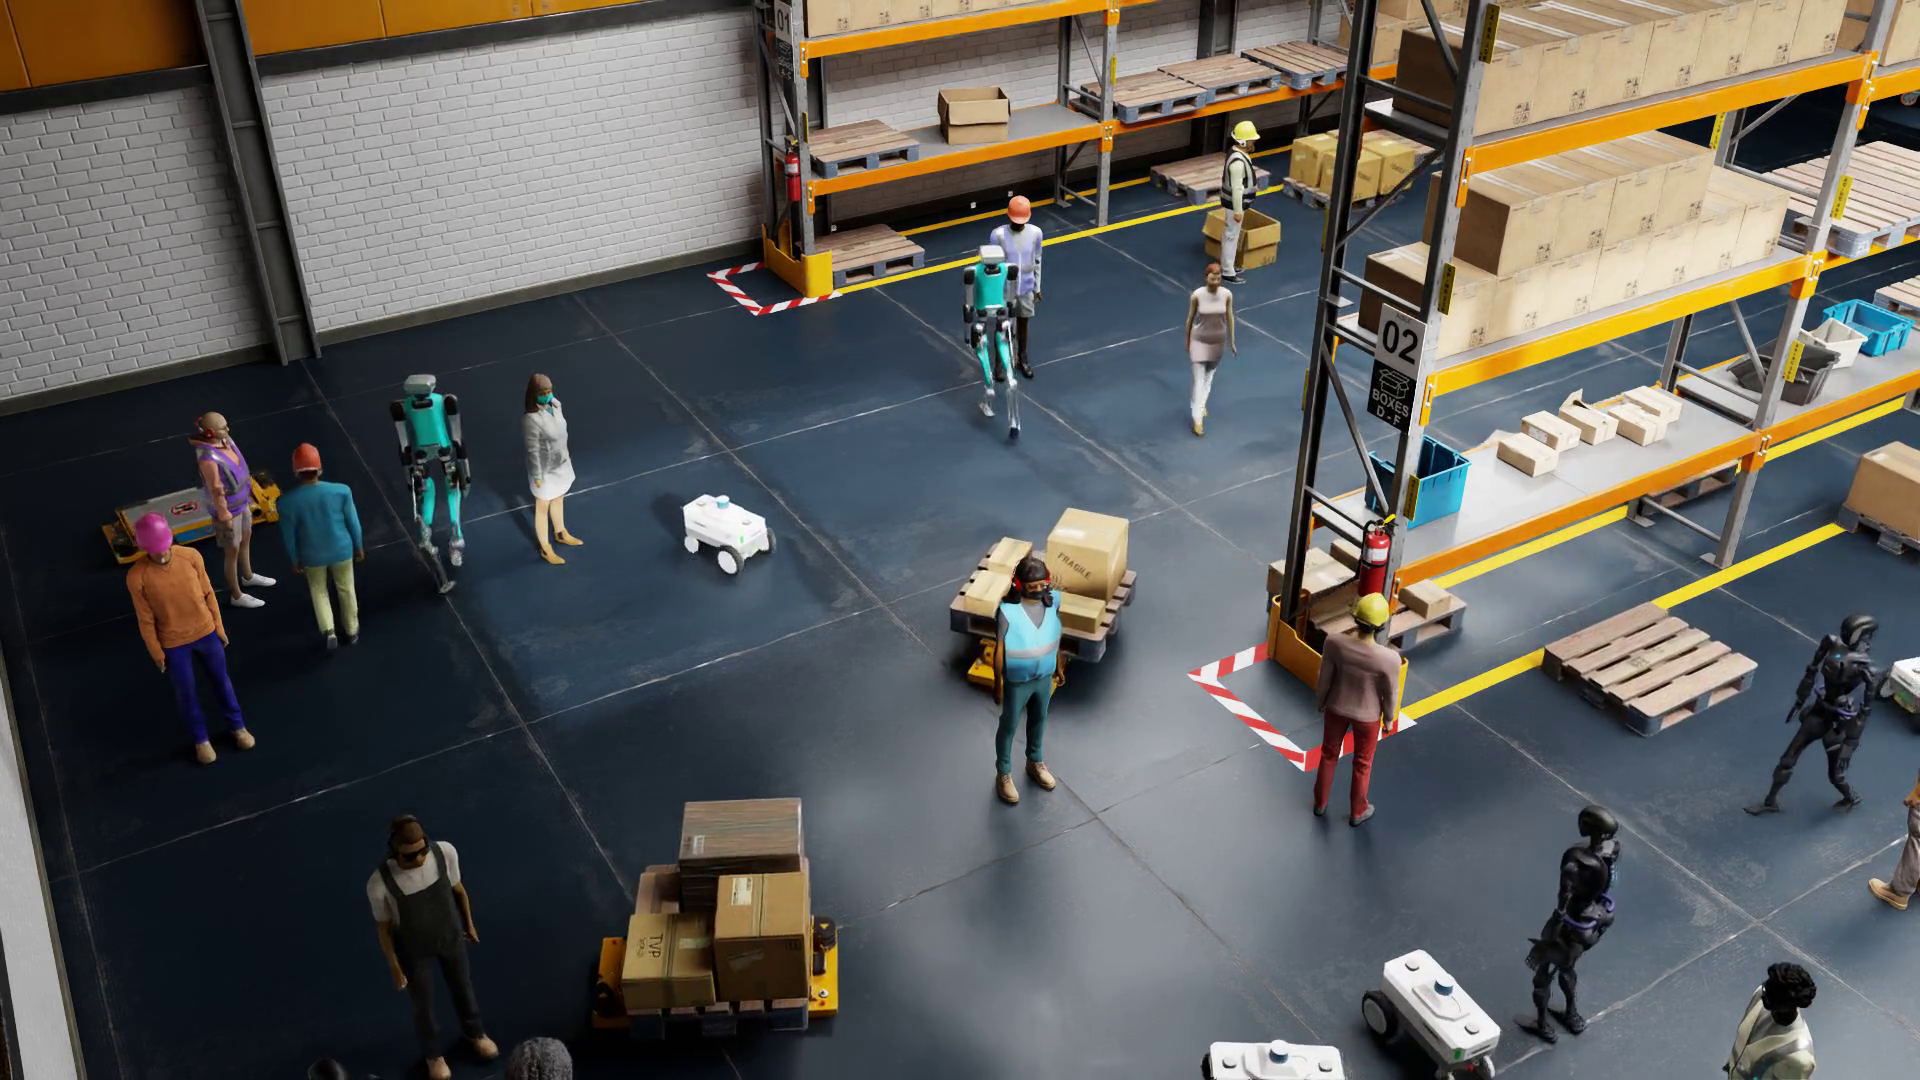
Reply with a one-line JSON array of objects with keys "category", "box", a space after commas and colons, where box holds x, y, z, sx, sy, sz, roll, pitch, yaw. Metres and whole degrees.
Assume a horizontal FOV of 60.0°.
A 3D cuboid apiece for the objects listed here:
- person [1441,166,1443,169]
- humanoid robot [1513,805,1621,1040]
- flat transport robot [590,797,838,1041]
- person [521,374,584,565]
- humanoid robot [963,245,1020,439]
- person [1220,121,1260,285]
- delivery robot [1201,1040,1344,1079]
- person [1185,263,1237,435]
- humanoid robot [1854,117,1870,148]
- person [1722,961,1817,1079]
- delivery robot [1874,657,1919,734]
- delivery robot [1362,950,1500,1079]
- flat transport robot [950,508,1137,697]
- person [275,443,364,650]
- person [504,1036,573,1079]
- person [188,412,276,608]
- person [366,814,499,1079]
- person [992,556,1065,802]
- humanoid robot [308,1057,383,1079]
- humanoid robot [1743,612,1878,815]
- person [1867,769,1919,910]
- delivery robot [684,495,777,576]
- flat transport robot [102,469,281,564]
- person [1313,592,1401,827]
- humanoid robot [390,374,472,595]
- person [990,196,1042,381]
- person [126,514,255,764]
[{"category": "person", "box": [6.661, -5.715, 21.719, 0.390, 1.840, 0.562, 26, 41, 35]}, {"category": "humanoid robot", "box": [3.434, 2.160, 9.313, 0.616, 1.655, 0.309, -24, 39, -33]}, {"category": "flat transport robot", "box": [-1.453, 2.582, 9.966, 1.431, 0.231, 0.659, -2, 32, -3]}, {"category": "person", "box": [-3.379, -0.608, 13.739, 0.343, 1.661, 0.487, 12, 34, 18]}, {"category": "humanoid robot", "box": [0.371, -1.794, 15.586, 0.540, 1.785, 0.926, -8, 33, -13]}, {"category": "person", "box": [3.123, -3.799, 18.669, 0.404, 1.834, 0.587, 4, 32, 6]}, {"category": "delivery robot", "box": [1.697, 2.965, 9.074, 0.754, 0.581, 0.499, 1, 32, 2]}, {"category": "person", "box": [2.378, -1.811, 15.681, 0.455, 1.623, 0.790, -4, 32, -7]}, {"category": "humanoid robot", "box": [10.296, -4.141, 19.409, 0.793, 1.629, 0.601, -6, 33, -9]}, {"category": "person", "box": [3.994, 2.764, 8.338, 0.321, 1.691, 0.532, 0, 32, 1]}, {"category": "delivery robot", "box": [7.142, 1.045, 12.148, 0.769, 0.594, 0.499, -9, 33, -14]}, {"category": "delivery robot", "box": [2.716, 2.712, 9.495, 0.499, 0.601, 0.805, -14, 35, -21]}, {"category": "flat transport robot", "box": [0.618, 0.708, 12.955, 0.659, 0.231, 1.431, 12, 34, 18]}, {"category": "person", "box": [-4.792, 0.080, 12.567, 0.565, 1.740, 0.472, -10, 33, -15]}, {"category": "person", "box": [-1.940, 3.049, 7.897, 0.487, 1.665, 0.403, -9, 33, -14]}, {"category": "person", "box": [-5.764, -0.259, 13.165, 0.349, 1.684, 0.485, 0, 32, -1]}, {"category": "person", "box": [-2.892, 2.209, 9.090, 0.517, 1.838, 0.351, -25, 40, -34]}, {"category": "person", "box": [0.447, 0.904, 11.139, 0.542, 1.864, 0.370, -16, 35, -24]}, {"category": "humanoid robot", "box": [-2.824, 3.060, 7.865, 0.315, 1.657, 0.599, 18, 36, 26]}, {"category": "humanoid robot", "box": [5.759, 1.181, 10.939, 0.777, 1.649, 0.587, -9, 33, -14]}, {"category": "person", "box": [6.045, 1.523, 10.238, 0.469, 1.772, 0.323, -11, 34, -16]}, {"category": "delivery robot", "box": [-1.963, -0.098, 13.948, 0.756, 0.571, 0.499, 21, 38, 30]}, {"category": "flat transport robot", "box": [-6.616, -0.209, 14.417, 1.431, 0.231, 0.659, -20, 37, -29]}, {"category": "person", "box": [2.596, 1.103, 10.915, 0.532, 1.767, 0.322, 16, 36, 24]}, {"category": "humanoid robot", "box": [-4.199, -0.383, 13.327, 0.541, 1.768, 0.817, -5, 32, -8]}, {"category": "person", "box": [0.559, -2.501, 16.513, 0.542, 1.927, 0.370, -8, 33, -12]}, {"category": "person", "box": [-5.321, 0.662, 11.432, 0.515, 1.973, 0.401, -25, 40, -34]}]
